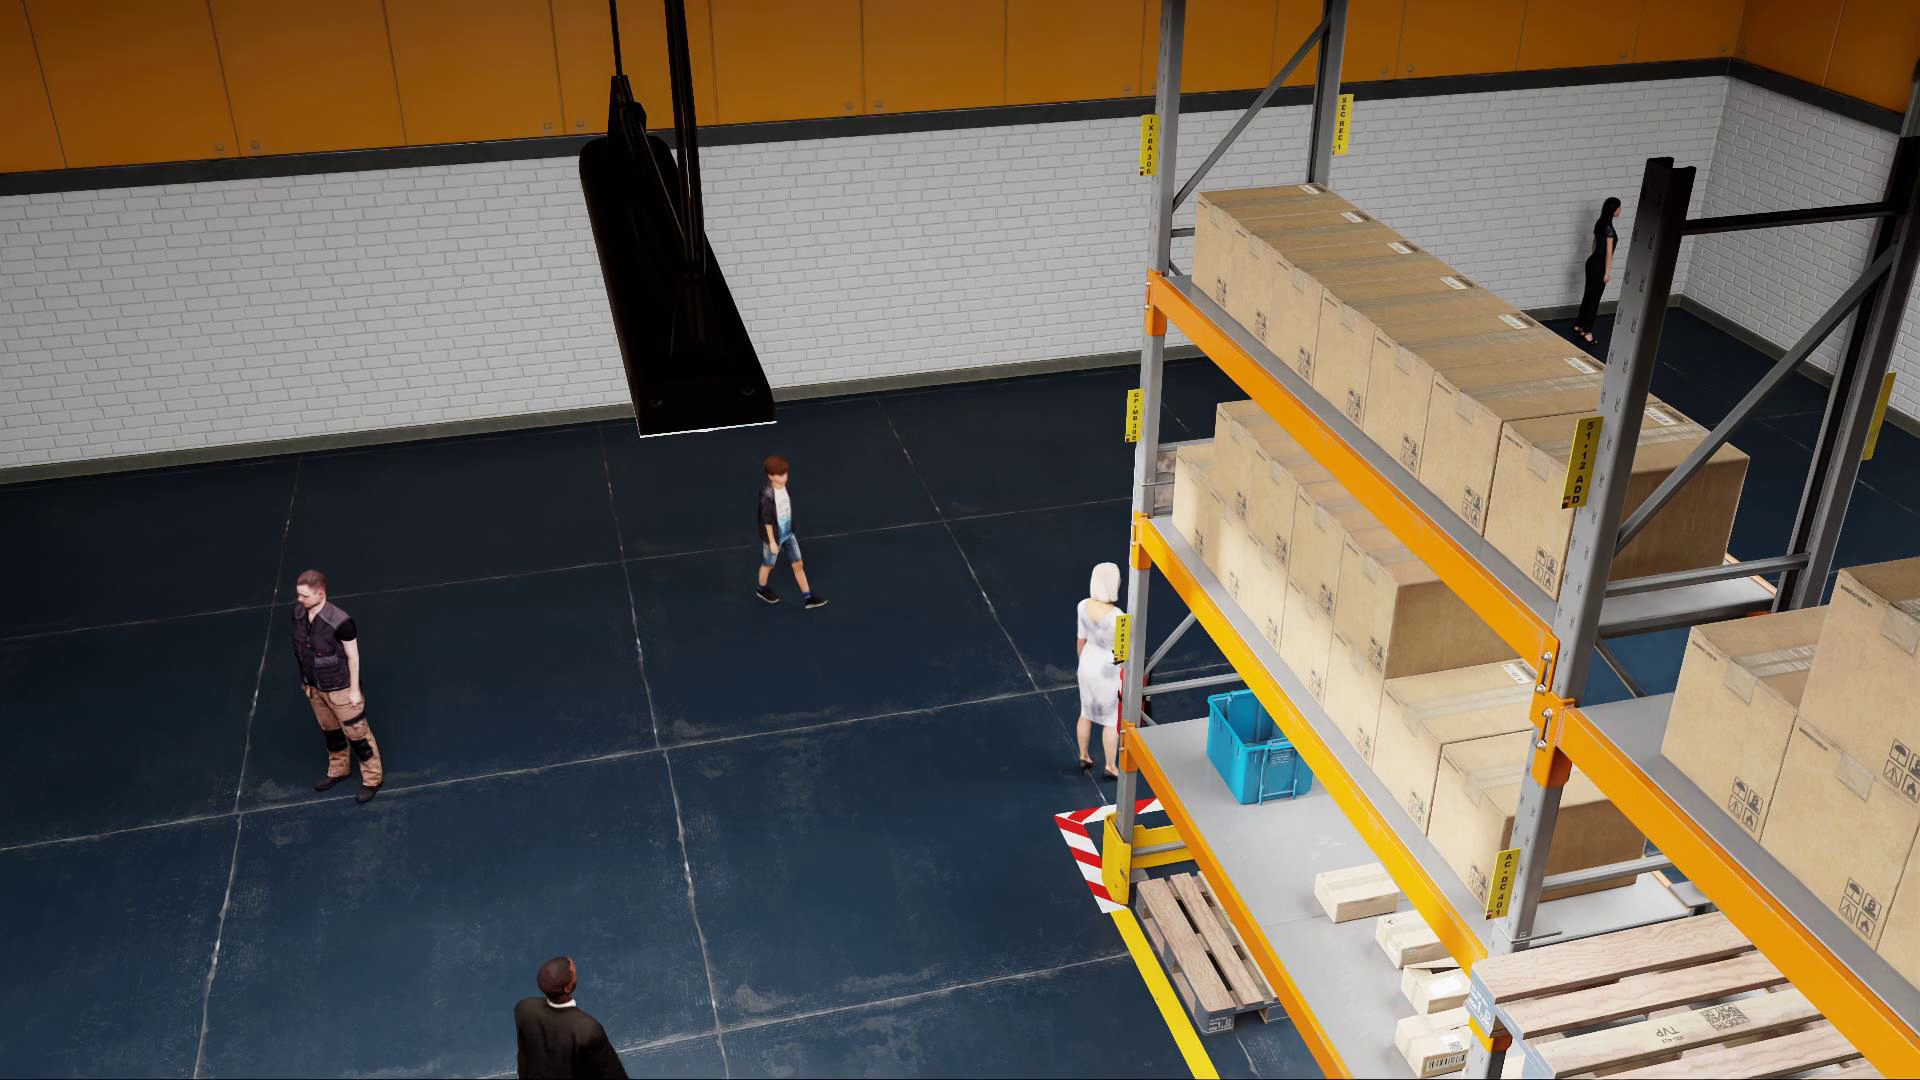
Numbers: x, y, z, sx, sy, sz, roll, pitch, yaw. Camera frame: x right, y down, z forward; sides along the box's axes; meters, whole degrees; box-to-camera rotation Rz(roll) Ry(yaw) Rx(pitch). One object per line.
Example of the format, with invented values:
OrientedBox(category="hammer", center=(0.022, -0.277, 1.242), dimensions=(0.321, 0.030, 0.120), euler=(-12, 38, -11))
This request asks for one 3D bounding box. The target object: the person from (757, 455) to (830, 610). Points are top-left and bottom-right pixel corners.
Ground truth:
OrientedBox(category="person", center=(-1.591, -0.064, 14.063), dimensions=(1.001, 1.409, 0.912), euler=(17, 33, 28))

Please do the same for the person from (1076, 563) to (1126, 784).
OrientedBox(category="person", center=(1.005, 0.950, 11.849), dimensions=(0.627, 1.749, 0.706), euler=(19, 34, 31))

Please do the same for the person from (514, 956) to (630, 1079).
OrientedBox(category="person", center=(-1.987, 2.875, 8.320), dimensions=(1.154, 1.750, 1.261), euler=(13, 31, 22))

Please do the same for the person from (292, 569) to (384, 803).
OrientedBox(category="person", center=(-4.395, 0.984, 11.690), dimensions=(0.776, 1.842, 0.812), euler=(12, 31, 21))

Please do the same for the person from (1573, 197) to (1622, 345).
OrientedBox(category="person", center=(7.441, -3.151, 19.381), dimensions=(0.658, 1.736, 0.503), euler=(-1, 29, -2))
